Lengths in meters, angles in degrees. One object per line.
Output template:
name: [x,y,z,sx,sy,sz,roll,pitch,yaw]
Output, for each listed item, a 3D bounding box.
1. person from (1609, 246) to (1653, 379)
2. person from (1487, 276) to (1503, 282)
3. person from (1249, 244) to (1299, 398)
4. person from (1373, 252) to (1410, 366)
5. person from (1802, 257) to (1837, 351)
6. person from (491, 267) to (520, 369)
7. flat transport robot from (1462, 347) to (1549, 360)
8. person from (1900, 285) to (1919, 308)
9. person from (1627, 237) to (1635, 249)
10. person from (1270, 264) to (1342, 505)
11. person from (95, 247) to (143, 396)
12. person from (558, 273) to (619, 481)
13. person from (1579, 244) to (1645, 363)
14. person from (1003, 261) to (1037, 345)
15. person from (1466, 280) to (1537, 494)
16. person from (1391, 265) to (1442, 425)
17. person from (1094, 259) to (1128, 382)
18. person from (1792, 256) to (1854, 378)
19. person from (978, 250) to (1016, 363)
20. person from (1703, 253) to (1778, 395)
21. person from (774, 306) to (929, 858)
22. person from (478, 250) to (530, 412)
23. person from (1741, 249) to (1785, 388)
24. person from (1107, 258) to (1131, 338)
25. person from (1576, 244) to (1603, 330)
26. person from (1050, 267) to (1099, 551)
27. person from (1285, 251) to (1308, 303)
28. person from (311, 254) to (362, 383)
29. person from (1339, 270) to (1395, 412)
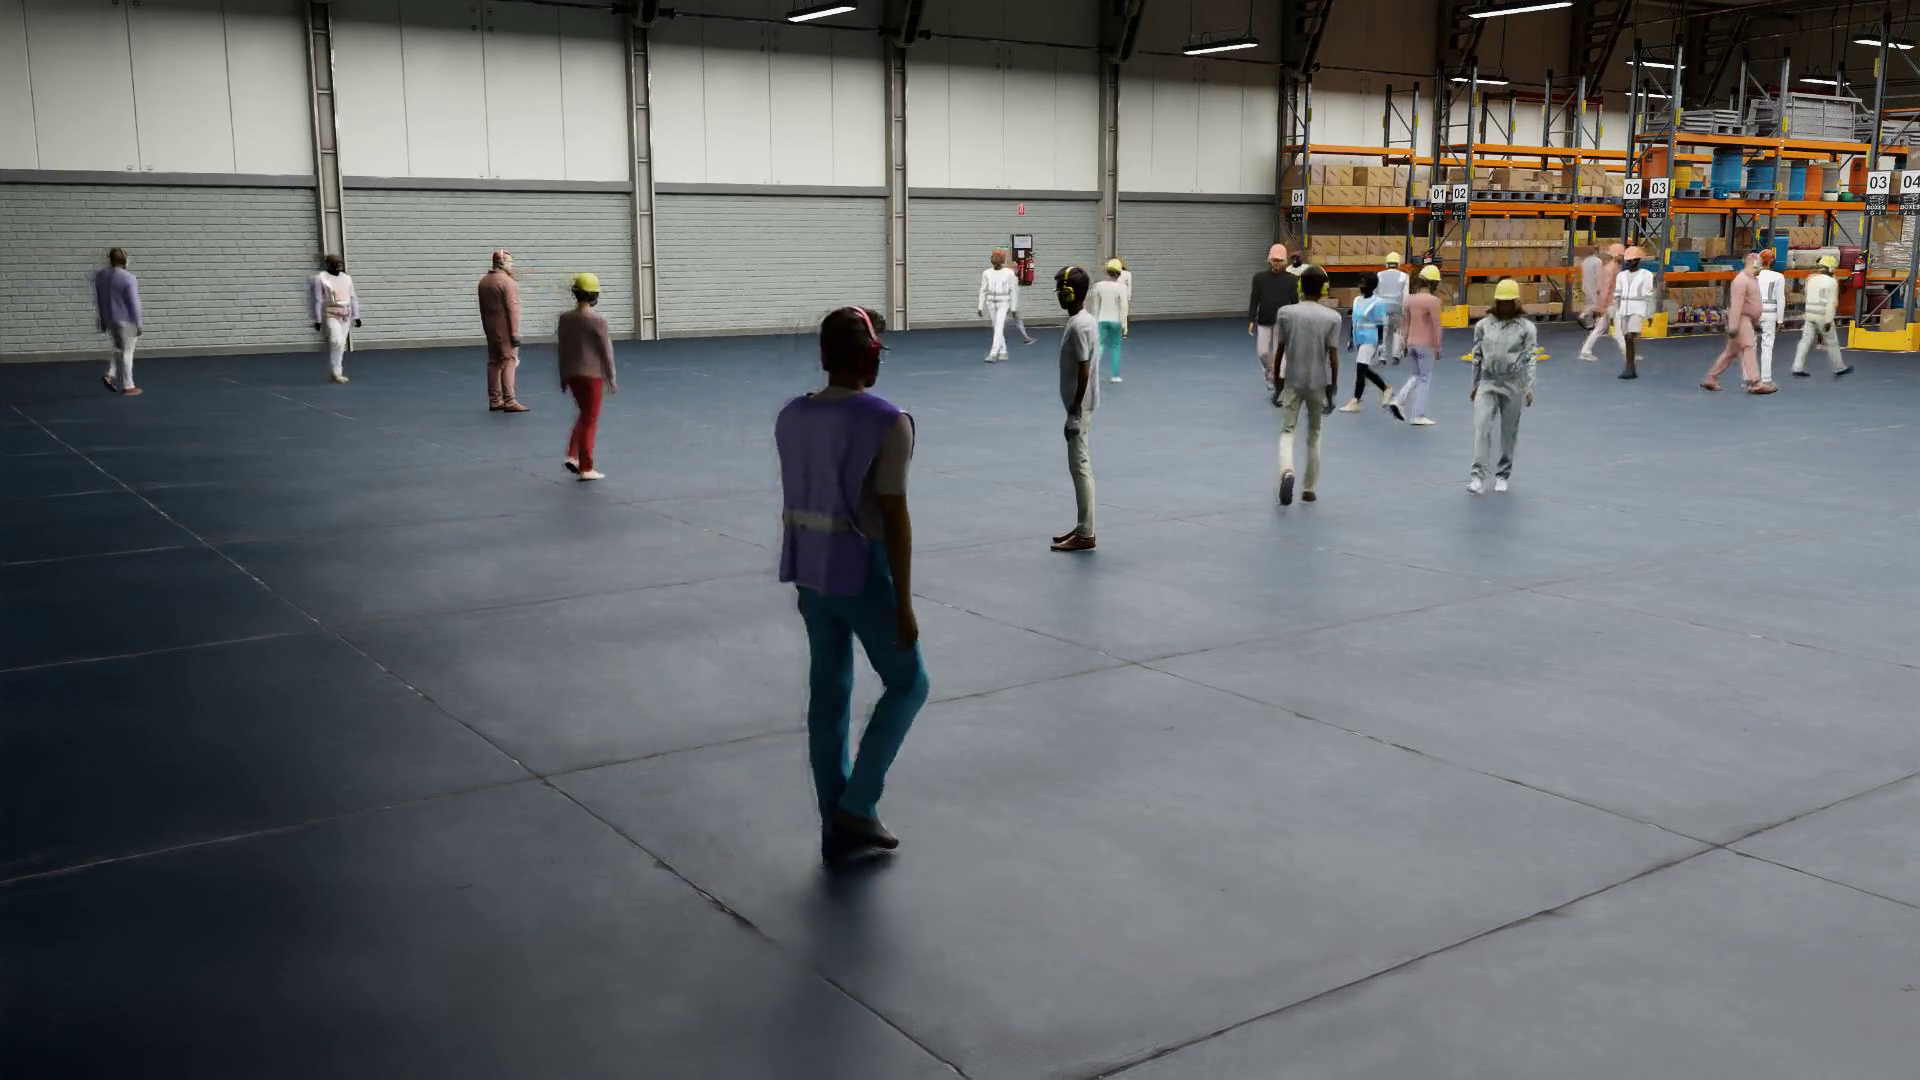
person: [9.641,-3.272,24.035,0.774,1.911,0.581,-7,13,-35]
person: [14.137,-6.897,43.840,0.755,1.941,0.621,-5,11,-26]
person: [4.068,-2.835,21.492,0.629,1.970,0.716,4,11,19]
person: [6.930,-3.713,26.757,0.607,1.807,0.711,4,11,22]
person: [15.521,-4.254,30.043,0.543,1.681,0.417,3,11,14]
person: [-6.882,-3.301,24.964,0.366,1.627,0.537,-6,12,-32]
flat transport robot: [9.034,-3.080,27.497,1.431,0.197,0.652,-7,13,-35]
person: [19.224,-4.986,33.404,0.625,1.934,0.363,5,11,26]
person: [15.507,-6.038,38.849,0.395,2.042,0.611,-5,11,-23]
person: [2.616,-1.167,12.665,0.528,1.852,0.710,3,11,16]
person: [-10.858,-2.825,21.557,0.653,1.926,0.438,4,11,22]
person: [-3.153,-1.373,14.076,0.524,1.755,0.400,7,12,34]
person: [10.745,-3.888,27.370,1.035,1.943,0.626,5,12,27]
person: [1.029,-4.485,31.565,0.842,1.579,0.519,-4,11,-23]
person: [4.298,-1.200,13.223,0.515,1.702,0.837,5,12,26]
person: [5.049,-2.119,18.181,0.435,1.751,0.530,-4,11,-21]
person: [2.096,-3.076,23.408,0.540,1.747,0.610,6,12,31]
person: [12.572,-3.229,24.183,0.926,1.772,0.606,-3,11,-14]
person: [0.616,-3.854,27.470,0.594,1.834,0.979,5,11,26]
person: [10.343,-2.853,21.991,0.953,1.861,0.665,7,12,33]
person: [-0.355,0.156,5.465,0.603,1.830,0.450,8,13,38]
person: [-5.379,-2.461,19.632,0.644,1.903,0.400,9,14,42]
person: [10.947,-3.009,22.685,0.356,1.885,0.574,-9,13,-39]
person: [3.245,-4.941,34.000,0.496,1.627,0.301,2,11,12]
person: [13.902,-5.561,36.659,0.545,1.886,0.660,-2,10,-8]
person: [0.757,-0.853,10.923,0.310,1.863,0.532,1,10,8]
person: [6.266,-4.479,31.005,0.628,1.792,0.962,8,13,37]
person: [-8.774,-3.122,23.501,0.576,1.820,0.622,5,12,27]
person: [4.849,-2.347,19.633,0.769,1.674,0.534,-4,11,-19]
